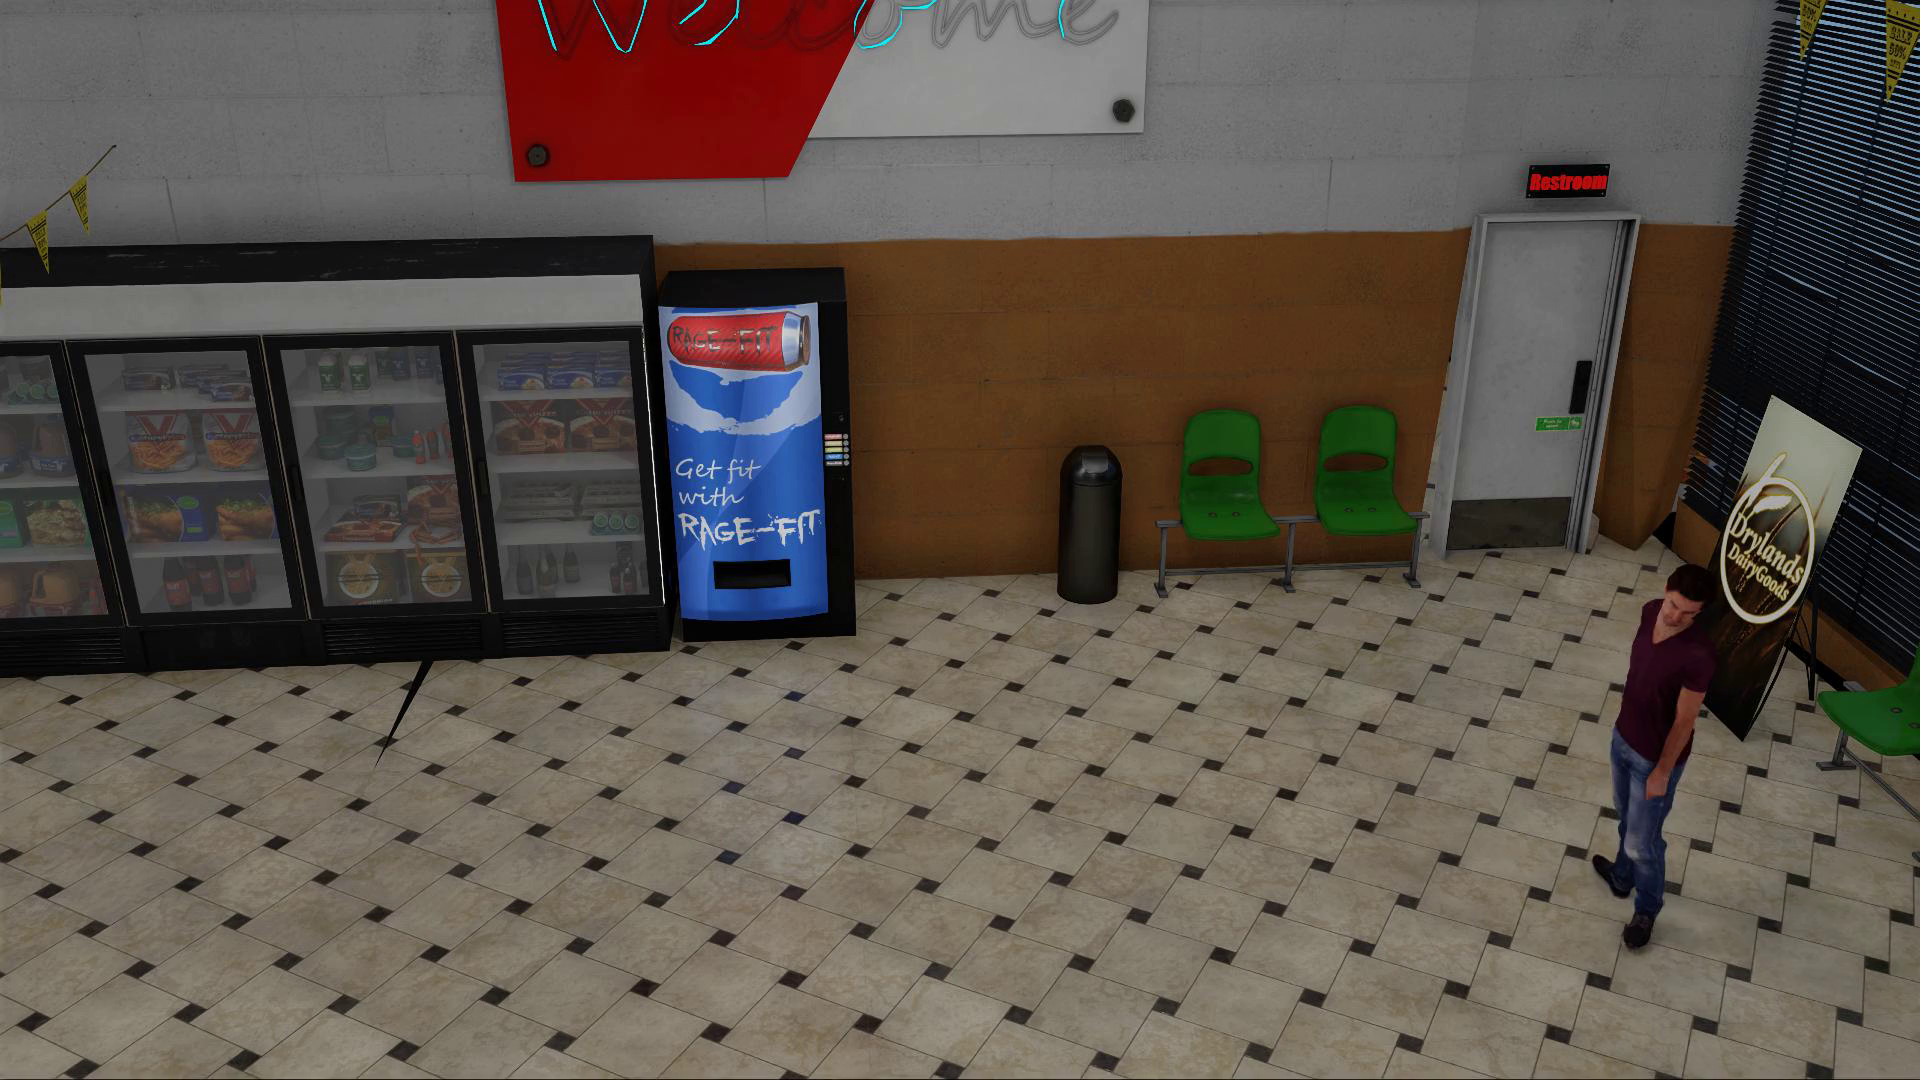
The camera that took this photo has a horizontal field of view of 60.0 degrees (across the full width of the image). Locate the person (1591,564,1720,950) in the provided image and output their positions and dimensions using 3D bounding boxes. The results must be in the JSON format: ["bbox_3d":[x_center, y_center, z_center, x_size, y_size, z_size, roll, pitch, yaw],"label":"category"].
[{"bbox_3d":[3.012,0.848,7.221,0.917,1.820,0.477,4,24,9],"label":"person"}]
